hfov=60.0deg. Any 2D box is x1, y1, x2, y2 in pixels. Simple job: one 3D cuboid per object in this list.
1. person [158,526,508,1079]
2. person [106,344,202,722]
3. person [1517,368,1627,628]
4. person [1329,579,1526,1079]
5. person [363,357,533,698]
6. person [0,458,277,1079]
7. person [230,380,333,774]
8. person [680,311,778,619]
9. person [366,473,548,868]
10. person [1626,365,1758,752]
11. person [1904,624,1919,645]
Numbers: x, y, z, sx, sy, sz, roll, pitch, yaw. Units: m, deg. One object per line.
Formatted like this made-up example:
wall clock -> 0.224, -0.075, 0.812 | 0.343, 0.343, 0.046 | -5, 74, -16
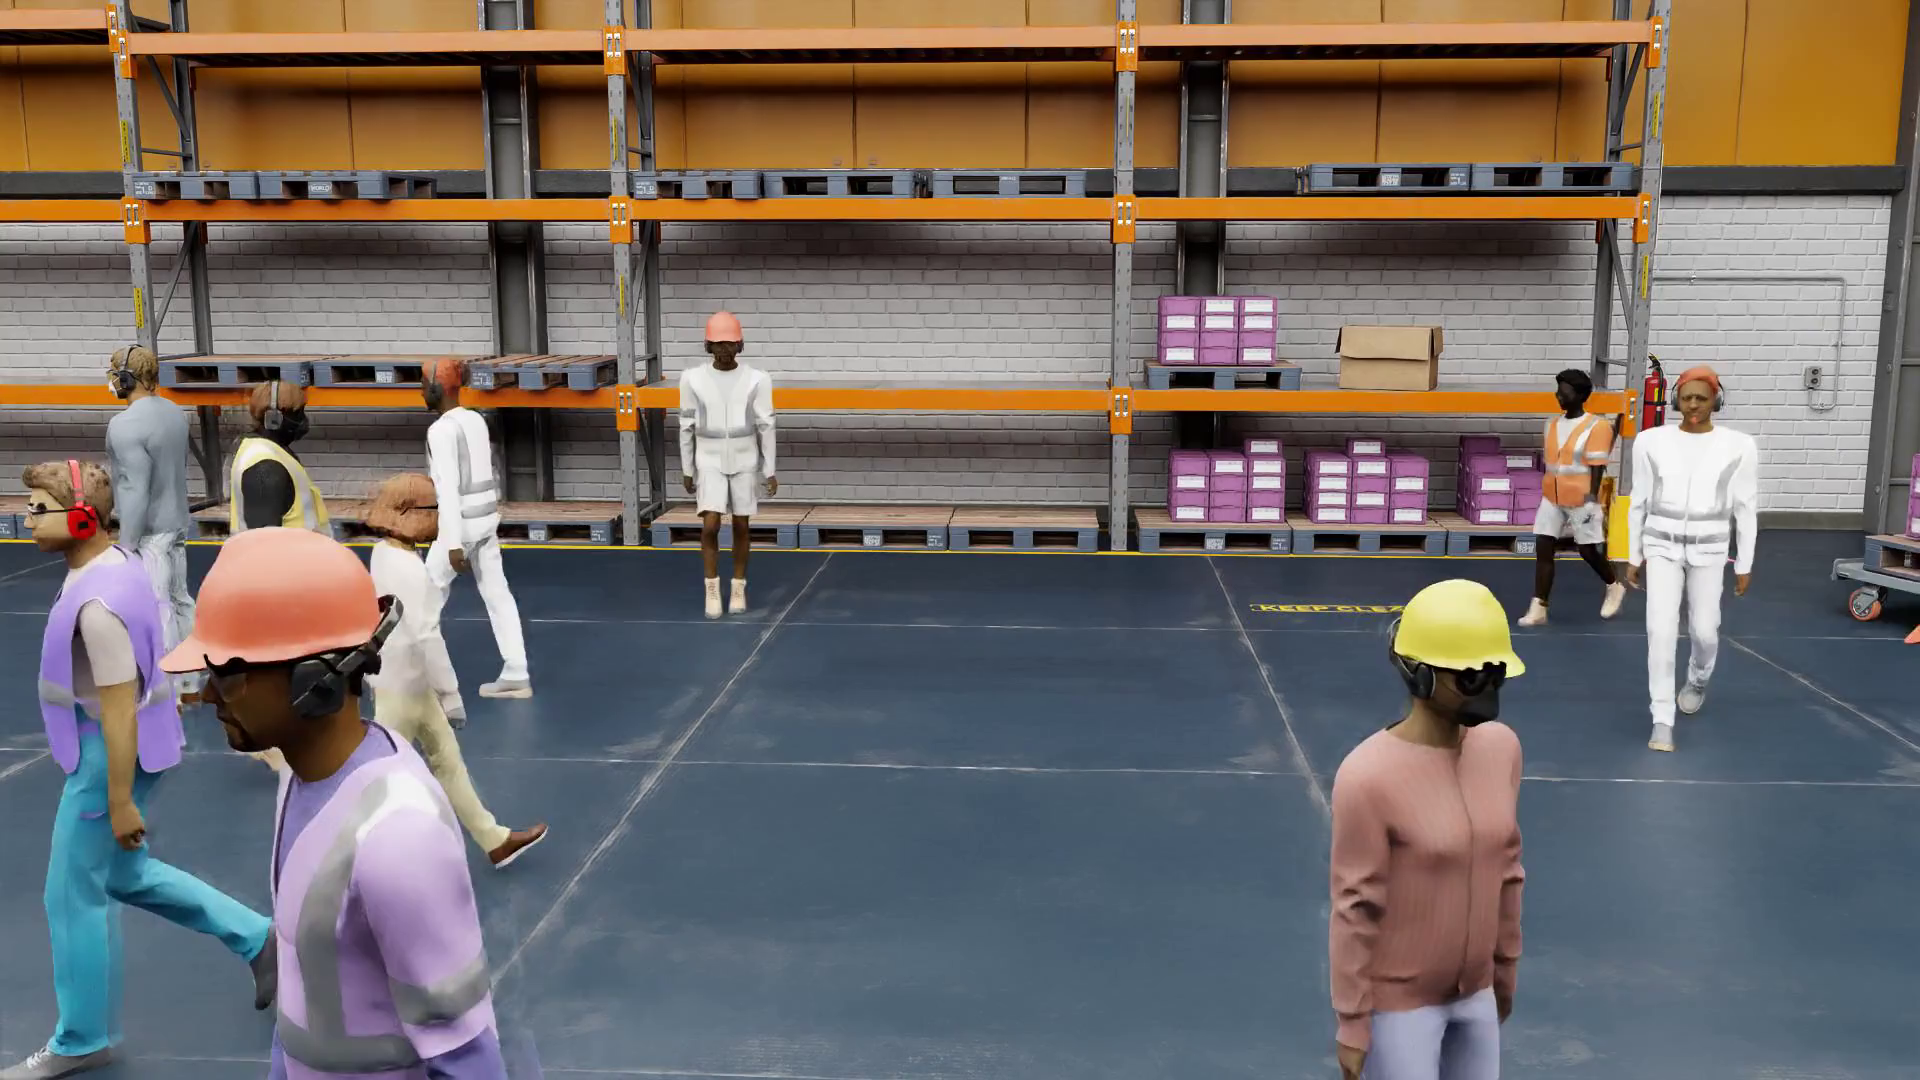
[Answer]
person -> -0.889, 0.944, 2.709 | 1.078, 1.989, 0.597 | -5, 11, -25
person -> -4.134, -0.028, 8.499 | 0.362, 1.939, 0.635 | 0, 10, -2
person -> 3.971, -0.274, 10.704 | 0.761, 1.673, 0.531 | -6, 11, -32
person -> 0.932, 0.919, 3.525 | 0.536, 1.744, 0.650 | -6, 11, -32
person -> -2.771, -0.055, 8.934 | 0.997, 1.834, 0.575 | 2, 10, 12
person -> -2.433, 0.651, 4.878 | 0.763, 1.822, 0.577 | -4, 10, -22
person -> -3.069, 0.186, 7.583 | 0.445, 1.831, 0.631 | -5, 11, -25
person -> -1.519, -0.482, 10.927 | 0.619, 2.018, 0.676 | -2, 10, -10
person -> -1.975, 0.541, 6.176 | 0.859, 1.582, 0.527 | -5, 11, -27
person -> 3.607, 0.062, 8.225 | 0.583, 1.860, 0.826 | 5, 11, 26
person -> 1.906, 0.926, 3.037 | 0.470, 1.896, 0.592 | 9, 13, 43
